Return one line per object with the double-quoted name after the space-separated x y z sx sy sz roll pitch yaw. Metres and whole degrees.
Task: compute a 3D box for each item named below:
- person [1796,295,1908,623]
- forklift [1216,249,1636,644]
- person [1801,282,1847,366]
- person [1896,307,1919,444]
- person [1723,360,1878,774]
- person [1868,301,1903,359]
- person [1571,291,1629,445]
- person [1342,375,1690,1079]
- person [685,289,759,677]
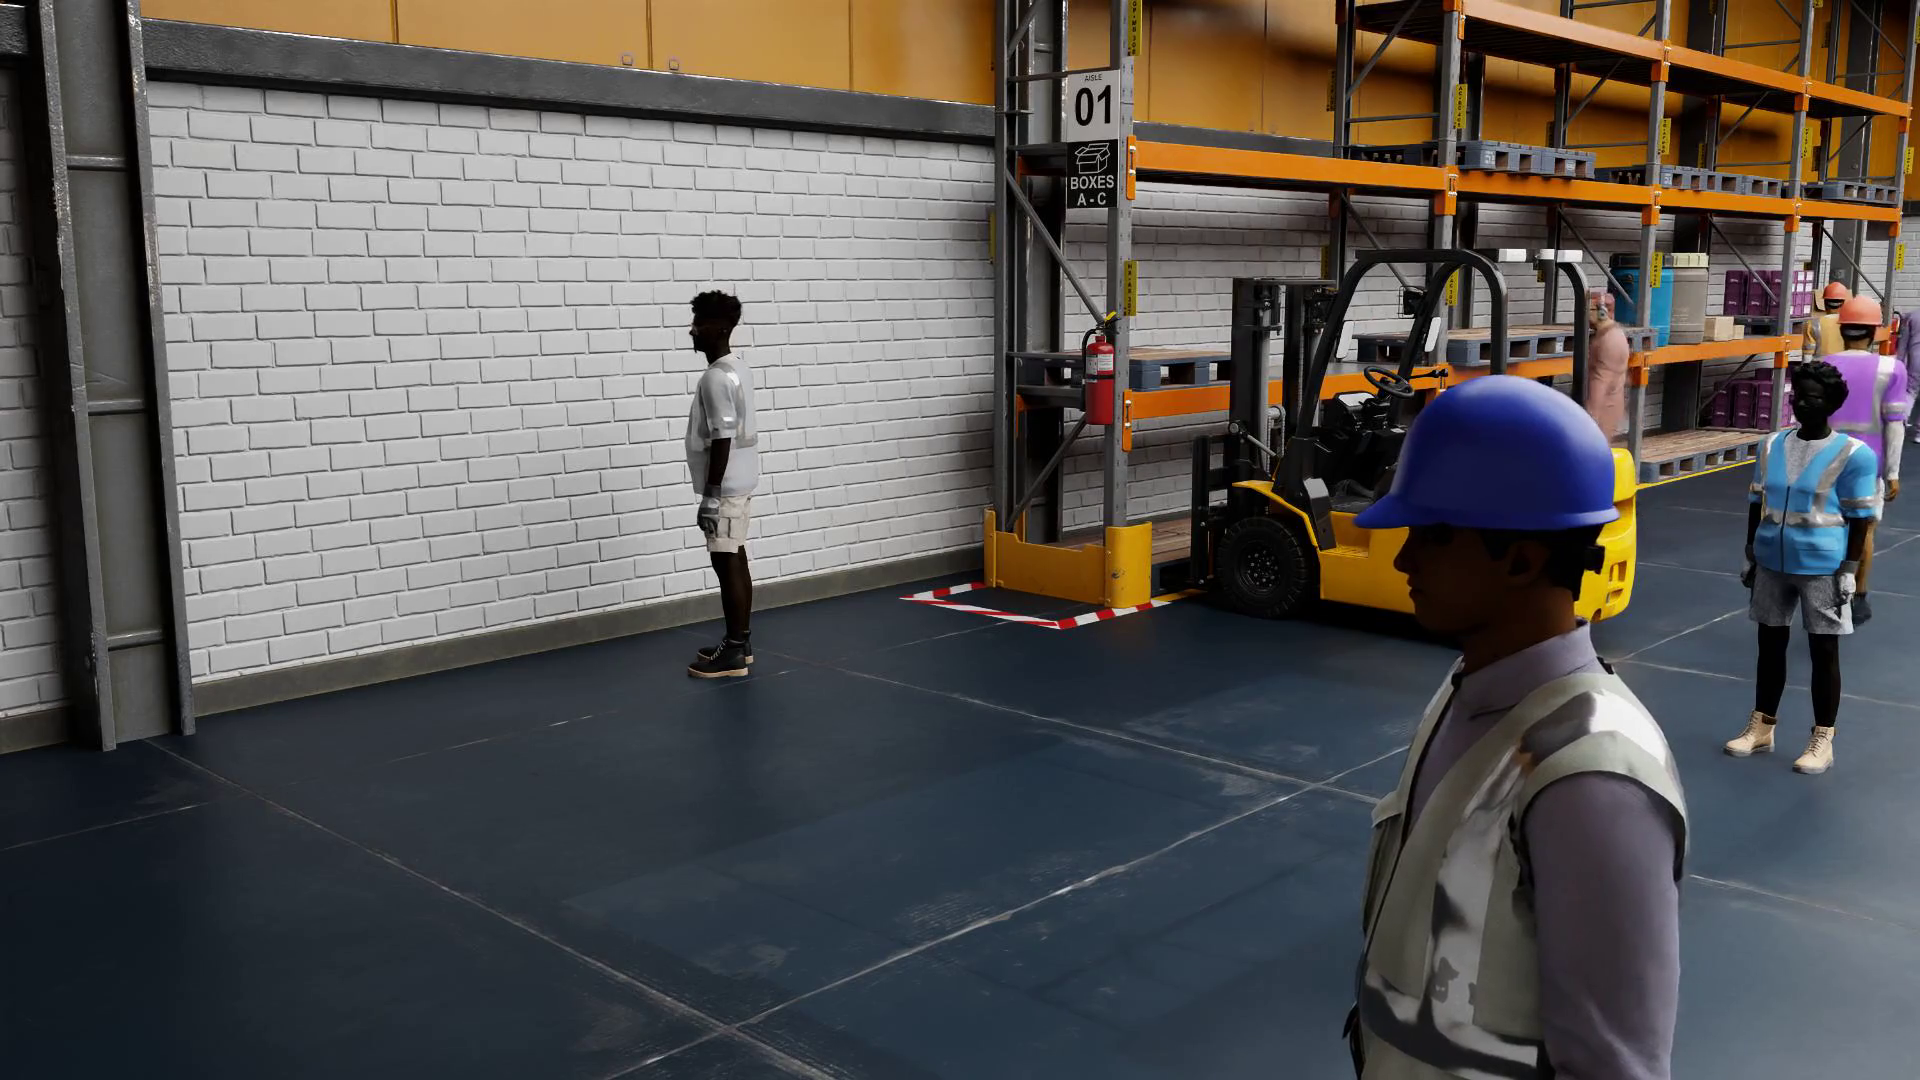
5.149 -0.447 9.631 0.571 1.913 0.780 6 11 34 "person"
2.710 -0.584 9.626 2.313 2.155 1.214 9 13 43 "forklift"
8.688 -1.601 16.645 0.542 1.938 0.357 2 10 15 "person"
11.394 -2.054 19.596 0.681 1.883 0.540 9 13 44 "person"
3.490 0.107 6.899 0.318 1.700 0.536 -6 11 -32 "person"
12.781 -2.497 23.047 0.514 1.641 0.307 0 9 2 "person"
4.984 -0.997 13.066 0.460 1.895 0.672 2 10 14 "person"
0.658 0.771 2.067 0.395 1.945 0.618 1 9 3 "person"
-1.217 -0.286 8.492 0.367 1.966 0.607 0 9 2 "person"
